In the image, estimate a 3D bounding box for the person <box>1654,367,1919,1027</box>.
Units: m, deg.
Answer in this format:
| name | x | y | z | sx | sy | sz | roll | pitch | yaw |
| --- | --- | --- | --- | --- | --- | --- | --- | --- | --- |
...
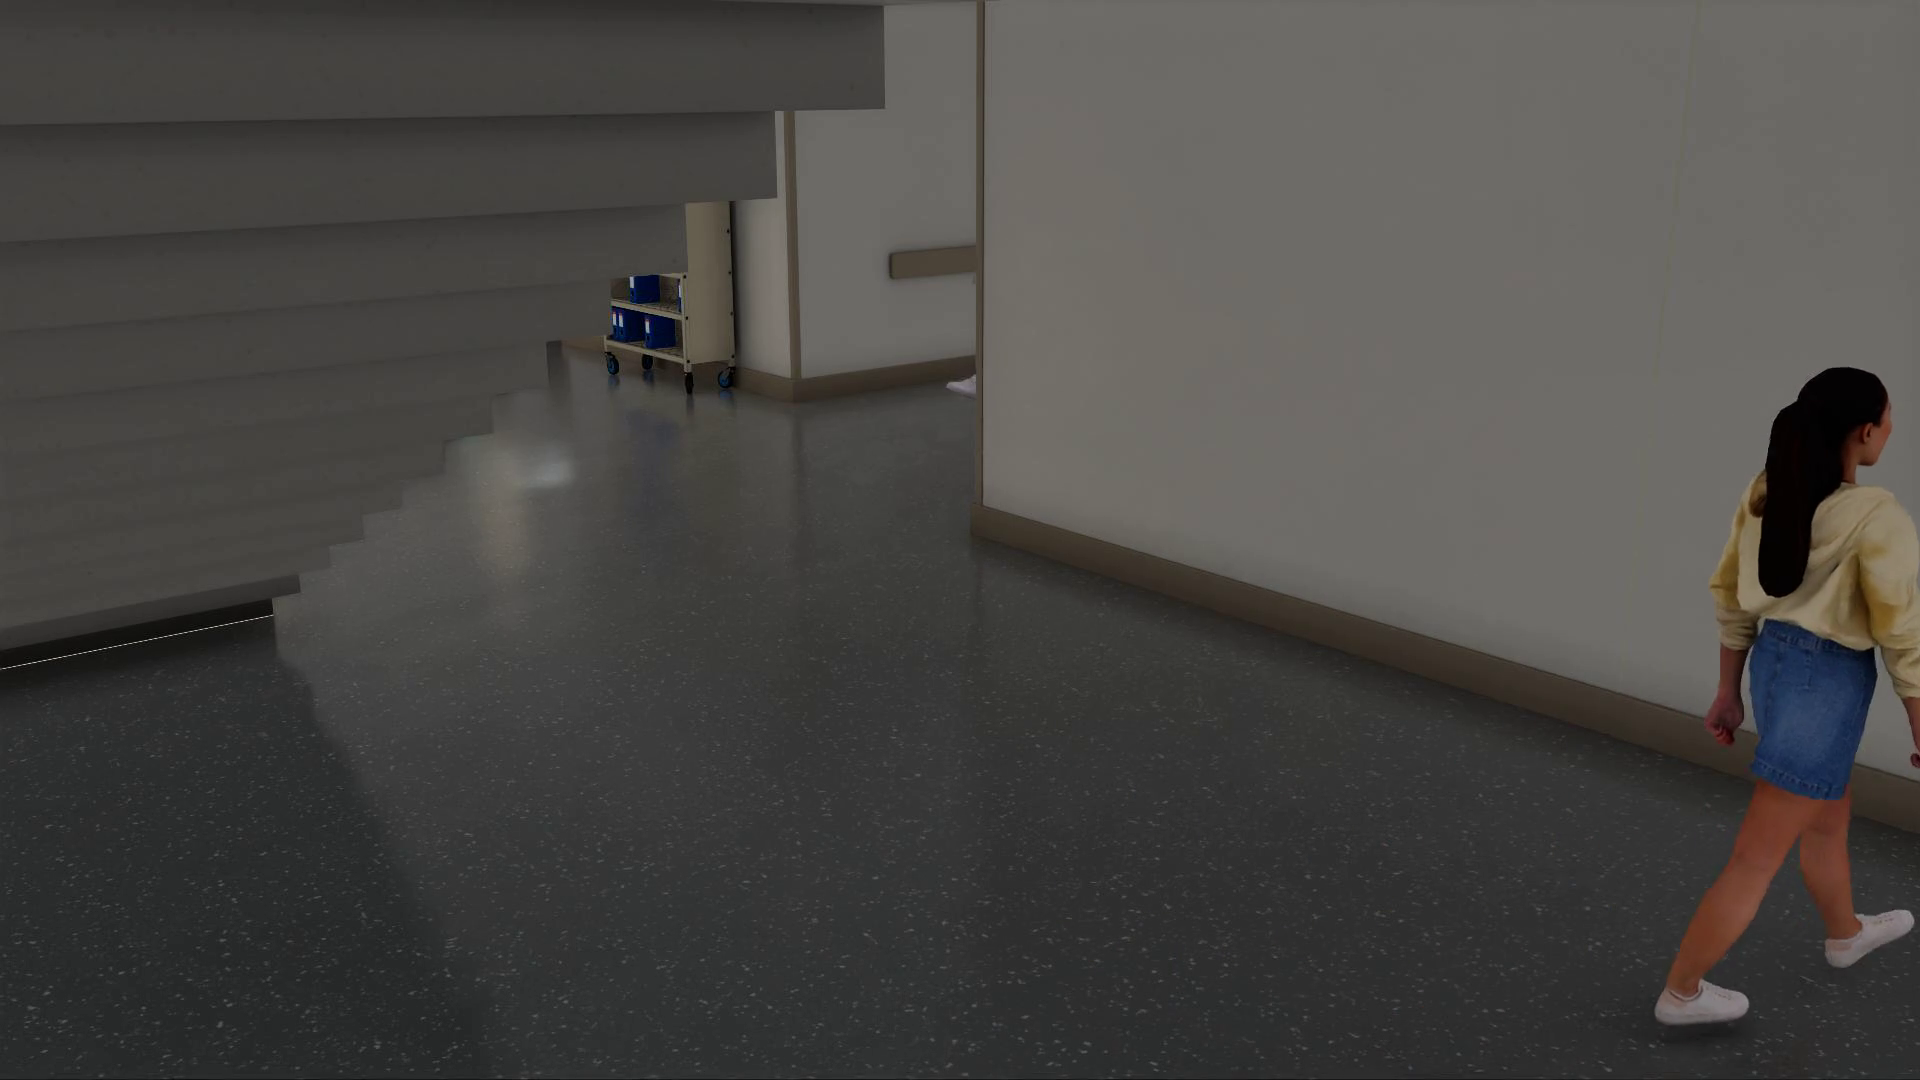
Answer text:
| name | x | y | z | sx | sy | sz | roll | pitch | yaw |
| --- | --- | --- | --- | --- | --- | --- | --- | --- | --- |
| person | 1.941 | 0.430 | 3.921 | 1.007 | 1.587 | 1.119 | -4 | 16 | -15 |
